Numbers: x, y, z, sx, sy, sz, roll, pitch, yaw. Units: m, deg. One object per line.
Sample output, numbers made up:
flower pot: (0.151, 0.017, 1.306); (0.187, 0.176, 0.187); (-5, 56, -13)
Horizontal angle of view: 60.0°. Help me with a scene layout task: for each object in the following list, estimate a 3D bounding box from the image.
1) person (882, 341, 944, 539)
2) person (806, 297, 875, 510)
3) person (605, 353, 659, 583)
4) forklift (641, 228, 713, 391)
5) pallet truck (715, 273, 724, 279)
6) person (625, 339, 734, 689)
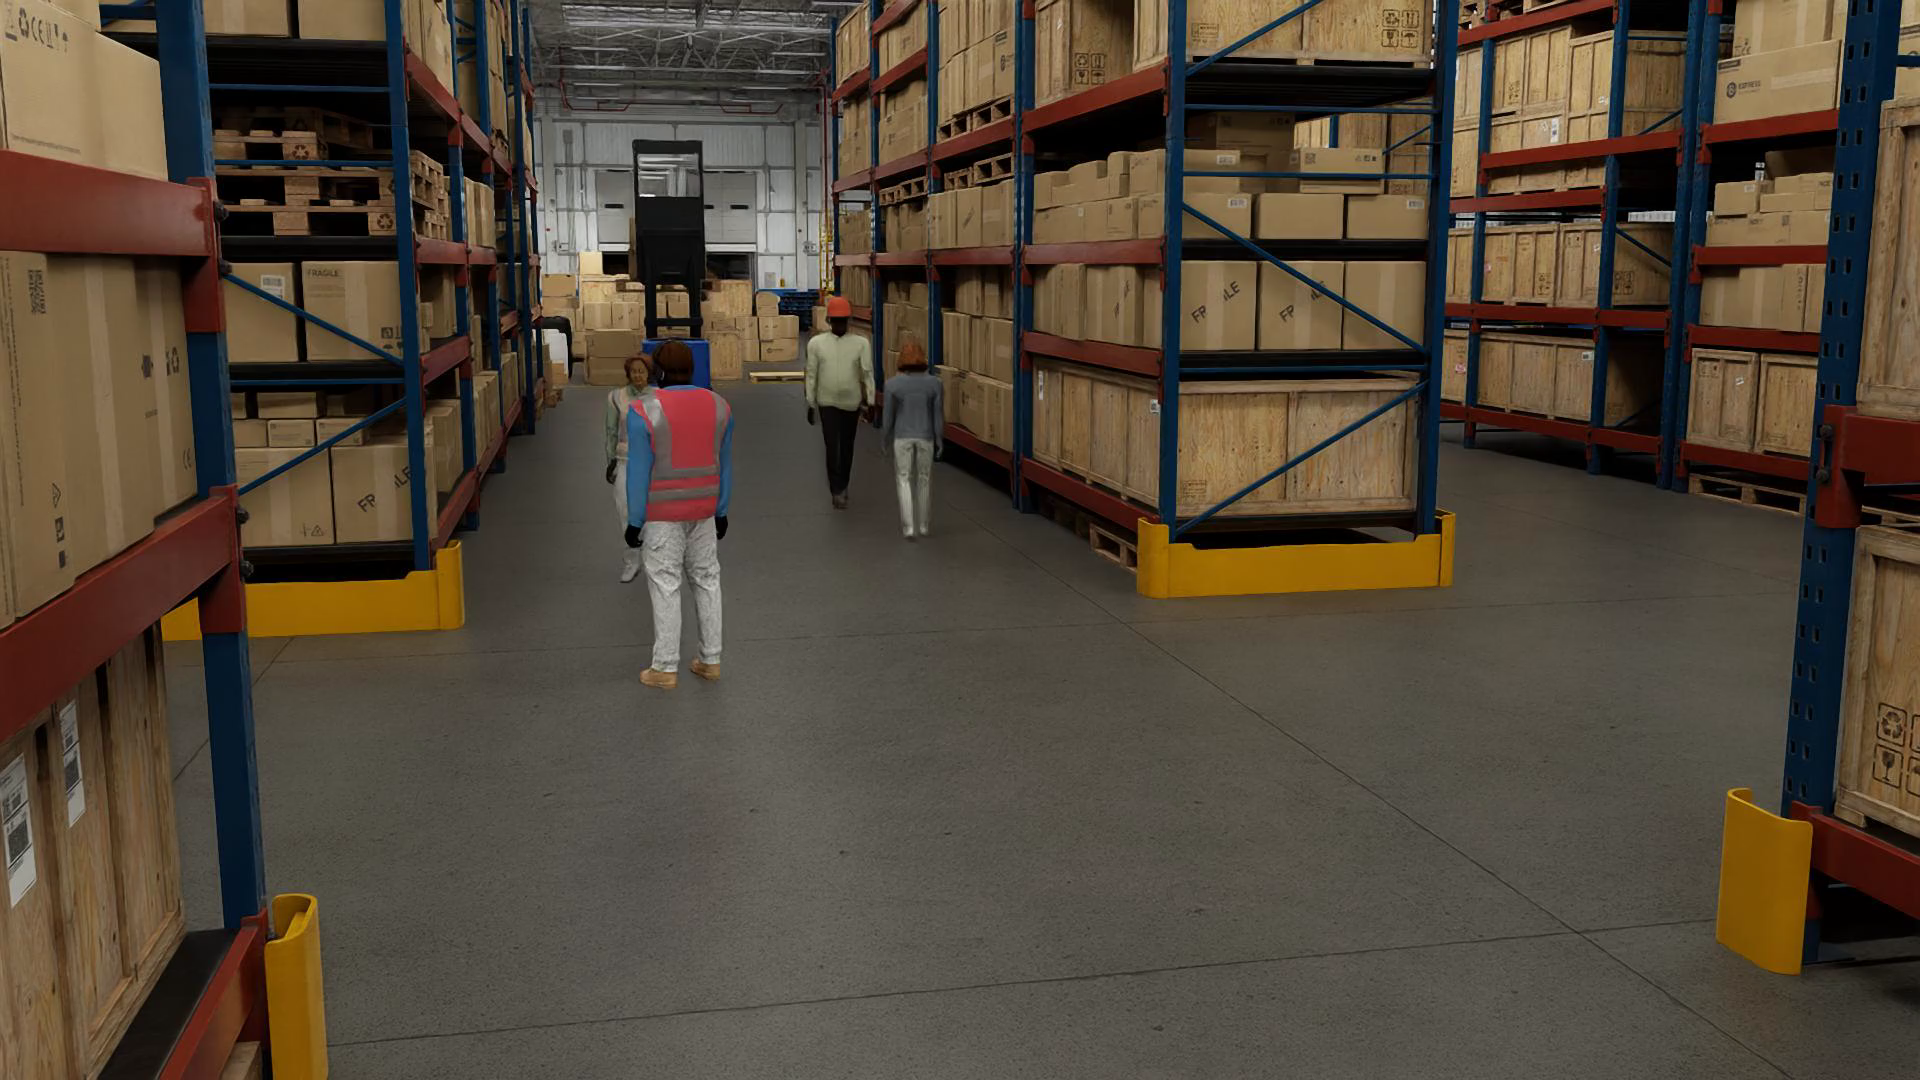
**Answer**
person: (-0.381, -0.812, 13.638); (0.501, 1.645, 0.408); (-2, 9, -11)
person: (-1.115, -1.296, 15.582); (0.633, 1.947, 1.016); (-2, 9, -10)
person: (-2.248, -0.503, 11.718); (0.556, 1.617, 0.585); (0, 9, 1)
forklift: (-4.557, -3.546, 26.435); (1.129, 2.768, 1.873); (-2, 10, -12)
pallet truck: (-8.580, -8.986, 62.280); (1.885, 1.965, 0.823); (1, 9, 5)
person: (-1.500, -0.135, 8.814); (0.637, 1.840, 0.429); (-8, 12, -40)
